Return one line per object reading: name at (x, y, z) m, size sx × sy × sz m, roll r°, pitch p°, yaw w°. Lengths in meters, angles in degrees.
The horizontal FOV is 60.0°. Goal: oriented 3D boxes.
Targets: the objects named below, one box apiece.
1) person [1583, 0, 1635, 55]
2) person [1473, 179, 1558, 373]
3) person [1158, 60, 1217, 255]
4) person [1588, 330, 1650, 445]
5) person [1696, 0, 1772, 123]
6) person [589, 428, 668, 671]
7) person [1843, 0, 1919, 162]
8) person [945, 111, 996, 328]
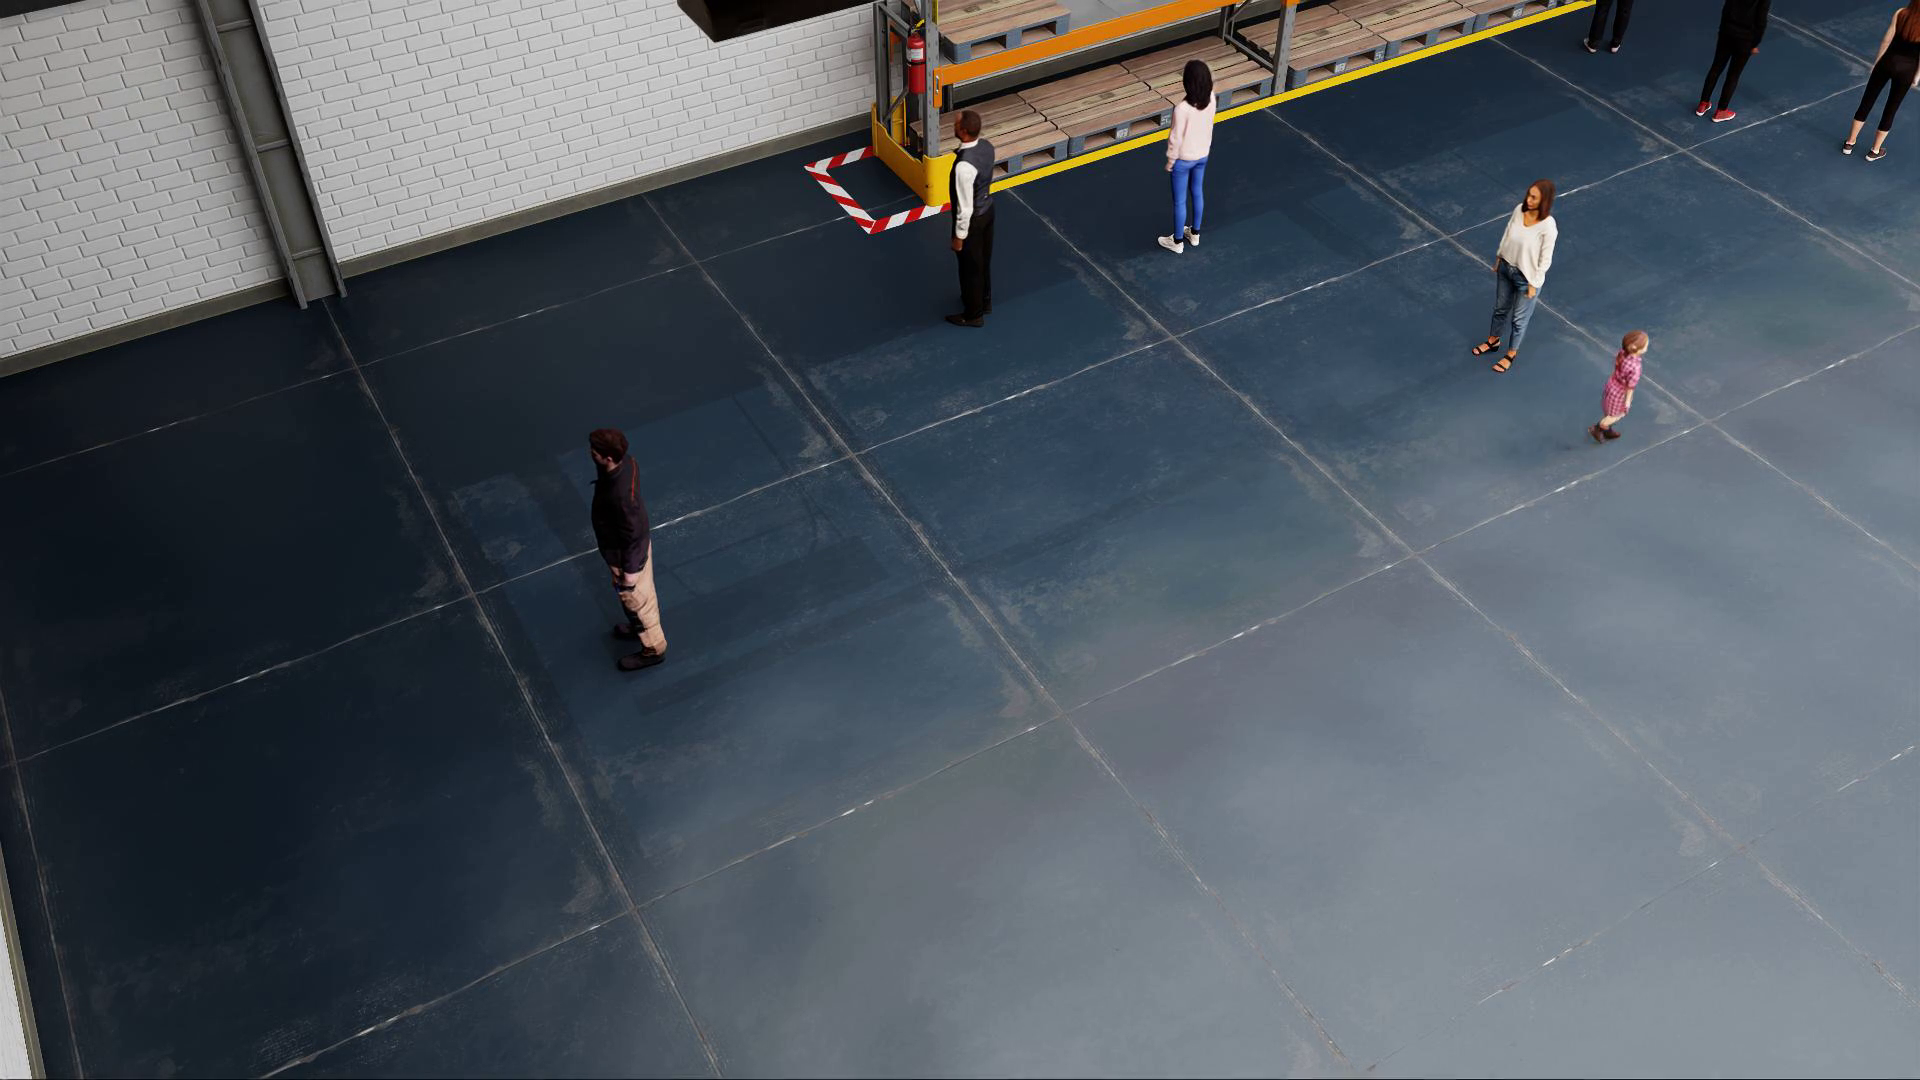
person at (6.736, -5.735, 16.930) m, size 0.783 × 1.597 × 0.860 m, roll 4°, pitch 44°, yaw 5°
person at (4.401, -2.091, 13.044) m, size 0.523 × 1.682 × 0.619 m, roll -21°, pitch 47°, yaw -20°
person at (1.966, -3.270, 14.218) m, size 0.491 × 1.769 × 0.706 m, roll -25°, pitch 49°, yaw -24°
person at (4.943, -1.143, 12.528) m, size 0.585 × 1.020 × 0.509 m, roll -8°, pitch 44°, yaw -8°
person at (7.443, -4.815, 15.909) m, size 0.596 × 1.675 × 0.628 m, roll -30°, pitch 51°, yaw -28°
person at (-2.124, 0.049, 10.622) m, size 0.723 × 1.925 × 0.776 m, roll -8°, pitch 44°, yaw -8°
person at (8.648, -4.352, 15.385) m, size 0.637 × 1.726 × 0.614 m, roll 30°, pitch 51°, yaw 28°
person at (0.106, -2.579, 13.385) m, size 0.841 × 1.918 × 0.738 m, roll 18°, pitch 46°, yaw 18°
